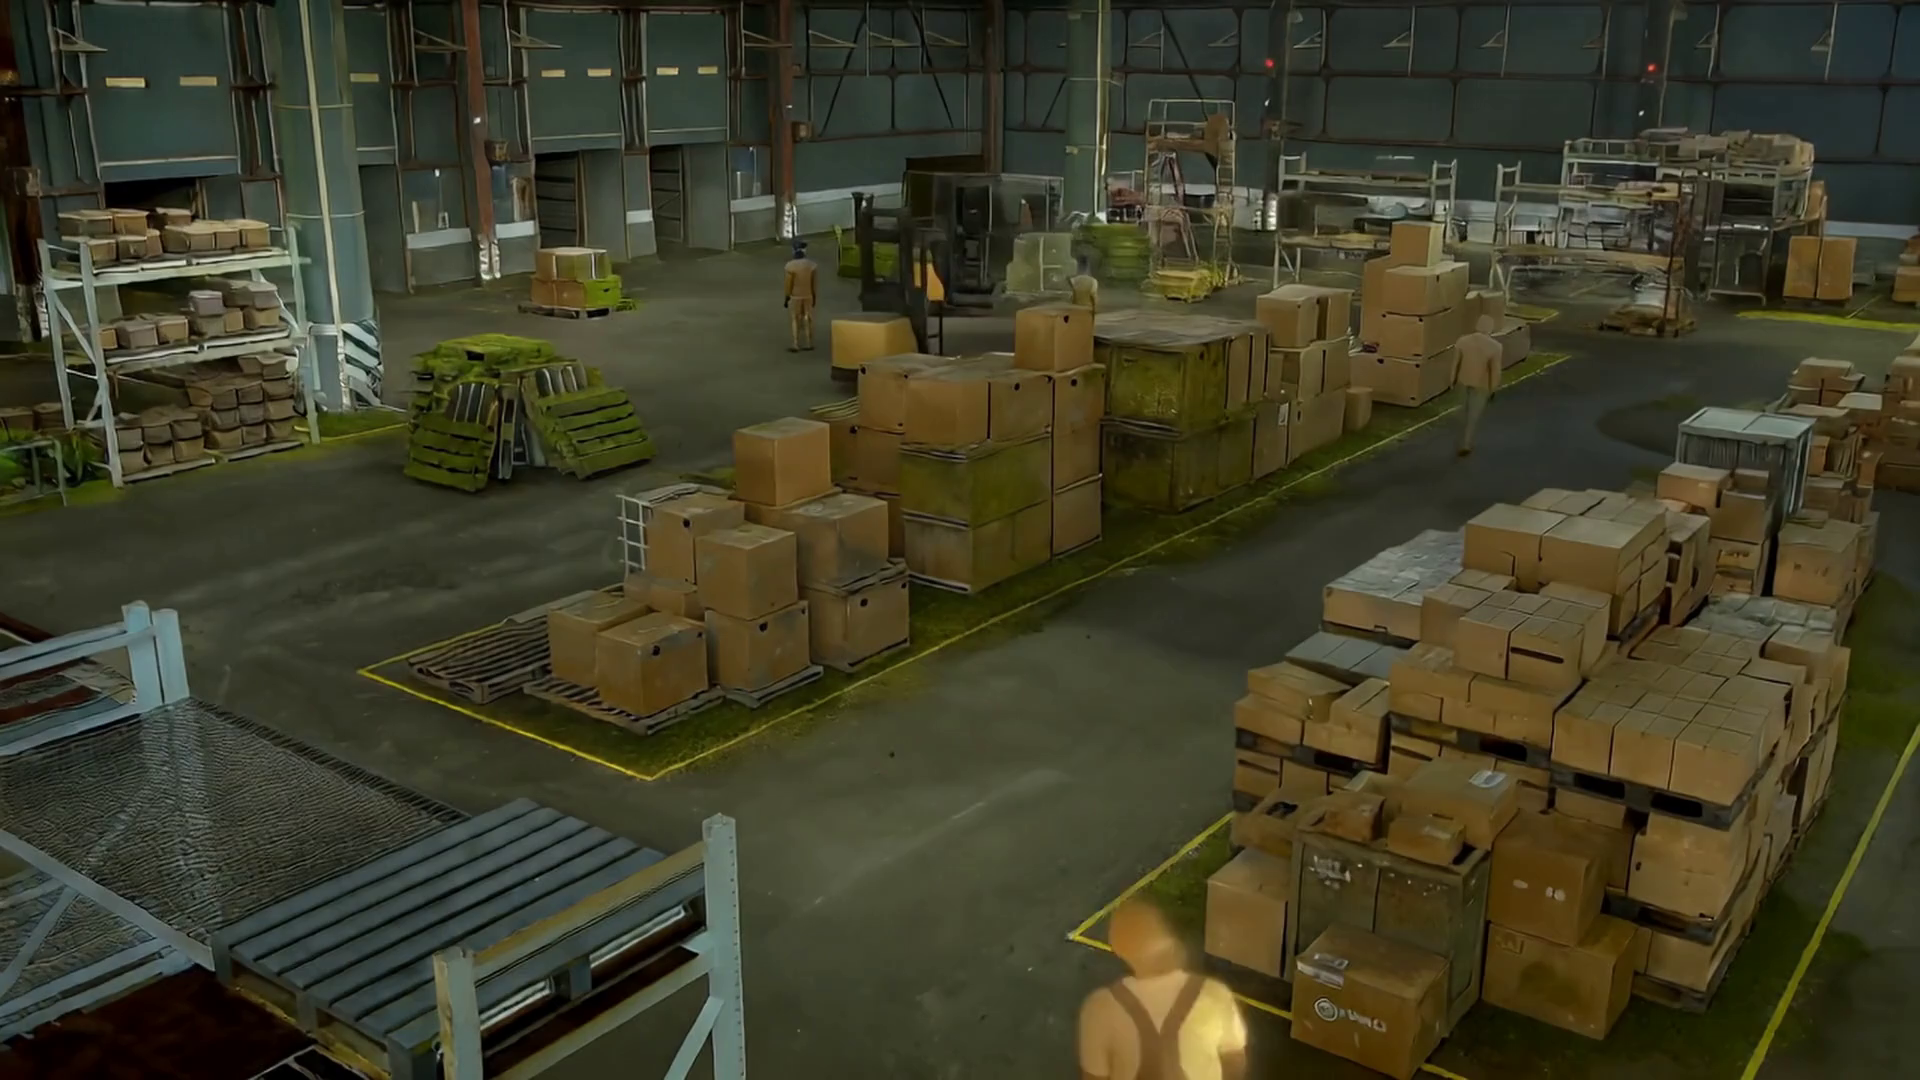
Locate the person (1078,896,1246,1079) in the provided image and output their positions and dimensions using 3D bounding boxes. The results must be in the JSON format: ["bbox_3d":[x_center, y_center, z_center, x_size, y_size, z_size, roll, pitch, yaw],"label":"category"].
[{"bbox_3d":[0.875,2.417,7.201,0.756,2.000,1.066,1,17,3],"label":"person"}]

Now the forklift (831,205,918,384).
[{"bbox_3d":[-1.186,-4.019,27.081,1.129,2.768,1.873,10,20,31],"label":"forklift"}]

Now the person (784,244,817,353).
[{"bbox_3d":[-2.841,-4.309,29.672,0.634,1.930,0.384,-9,19,-28],"label":"person"}]

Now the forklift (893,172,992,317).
[{"bbox_3d":[-0.359,-5.968,33.535,1.873,2.768,1.129,3,17,9],"label":"forklift"}]

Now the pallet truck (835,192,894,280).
[{"bbox_3d":[-1.936,-7.159,38.982,1.885,1.965,0.823,-12,21,-34],"label":"pallet truck"}]

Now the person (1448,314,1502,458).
[{"bbox_3d":[6.940,-2.078,22.299,0.643,1.908,0.760,15,22,40],"label":"person"}]

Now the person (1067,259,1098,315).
[{"bbox_3d":[2.154,-4.123,29.459,0.546,1.672,0.490,-3,17,-9],"label":"person"}]
